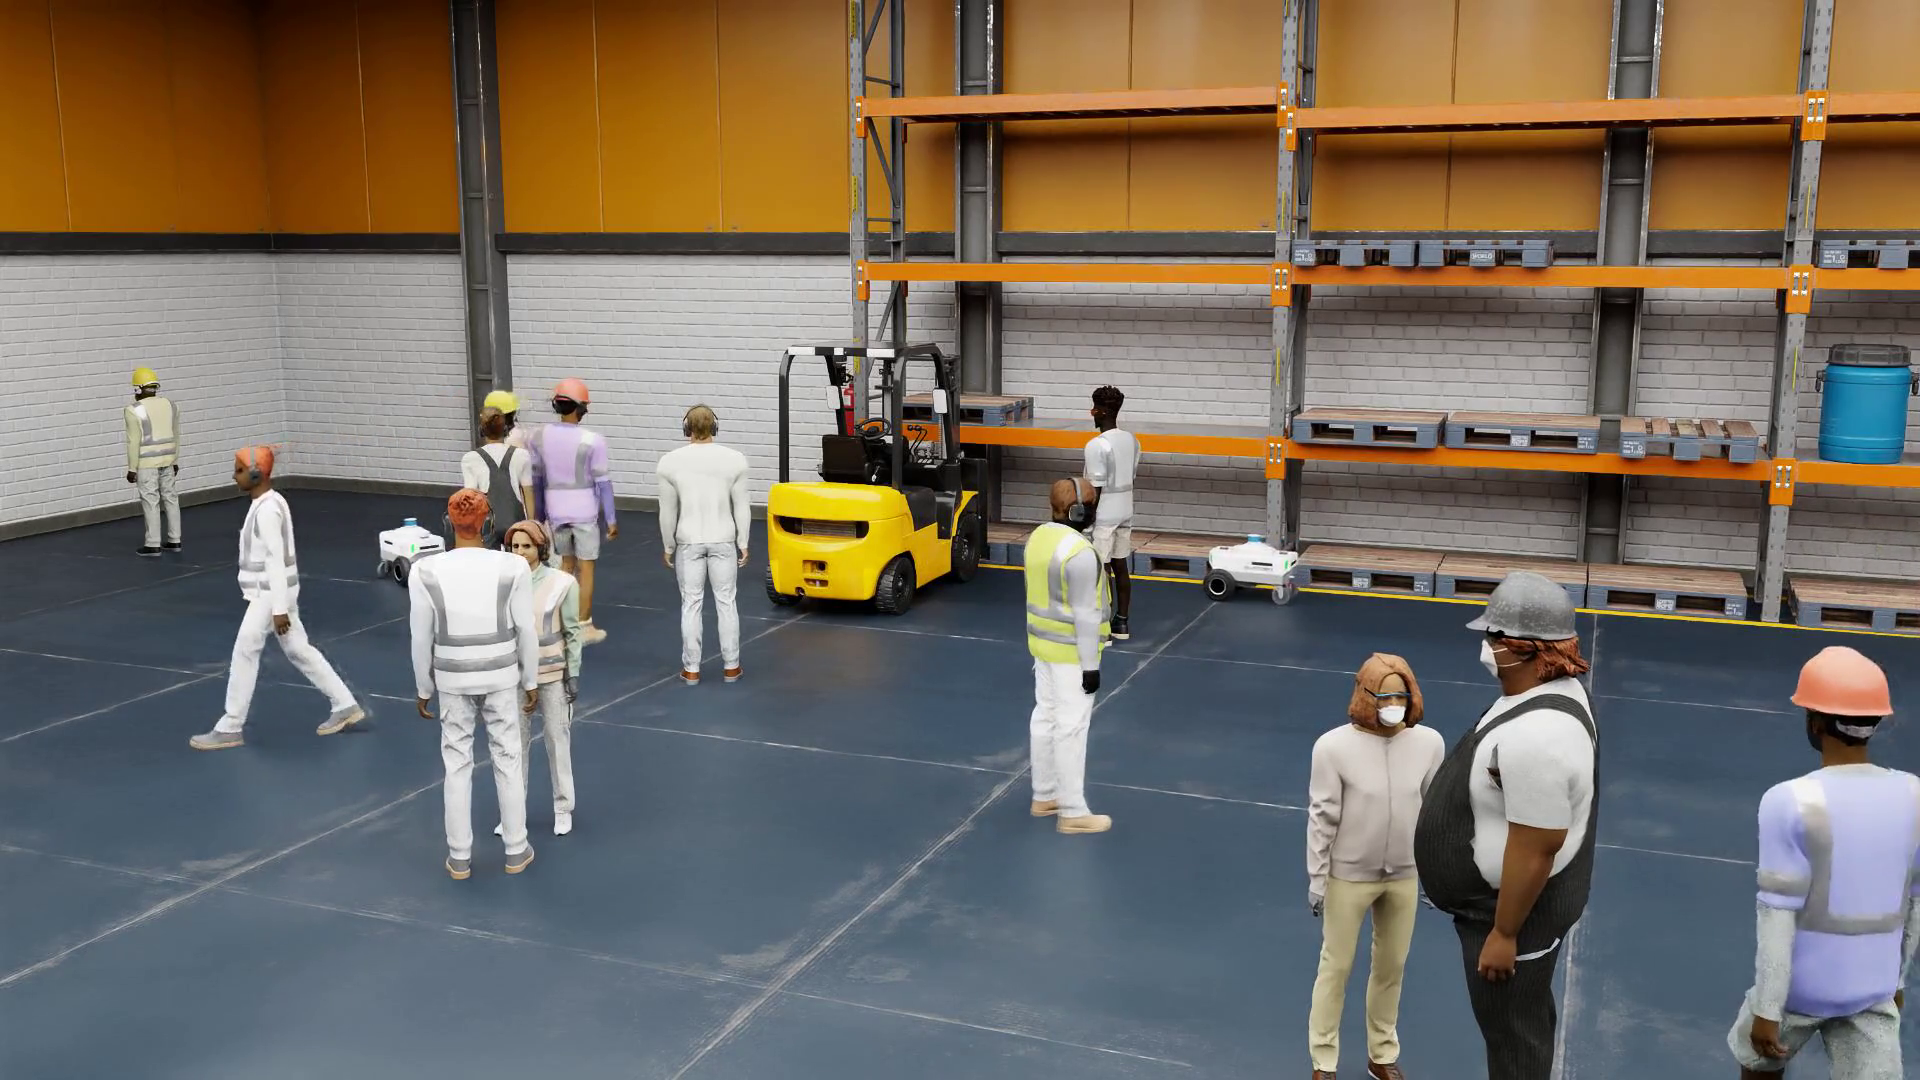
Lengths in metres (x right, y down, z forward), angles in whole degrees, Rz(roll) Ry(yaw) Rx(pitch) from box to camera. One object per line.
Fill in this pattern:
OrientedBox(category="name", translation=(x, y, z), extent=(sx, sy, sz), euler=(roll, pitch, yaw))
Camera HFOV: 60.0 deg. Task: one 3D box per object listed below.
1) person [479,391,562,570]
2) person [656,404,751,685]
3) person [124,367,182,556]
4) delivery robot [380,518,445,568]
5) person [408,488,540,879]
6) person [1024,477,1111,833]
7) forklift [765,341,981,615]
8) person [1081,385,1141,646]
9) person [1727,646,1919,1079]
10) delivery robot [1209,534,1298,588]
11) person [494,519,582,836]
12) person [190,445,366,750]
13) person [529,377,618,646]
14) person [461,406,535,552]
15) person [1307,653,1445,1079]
OrientedBox(category="person", translation=(-3.532, -0.264, 13.325), extent=(0.999, 1.860, 0.675), euler=(-1, 10, -6))
OrientedBox(category="person", translation=(-1.750, 0.032, 11.425), extent=(0.631, 1.940, 0.372), euler=(-2, 10, -12))
OrientedBox(category="person", translation=(-7.835, -0.760, 16.131), extent=(0.404, 1.833, 0.587), euler=(4, 11, 22))
OrientedBox(category="delivery robot", translation=(-4.919, 0.048, 14.934), extent=(0.477, 0.478, 0.707), euler=(-9, 14, -42))
OrientedBox(category="person", translation=(-2.307, 0.686, 7.948), extent=(0.588, 1.882, 0.353), euler=(-3, 10, -14))
OrientedBox(category="person", translation=(0.566, 0.586, 8.617), extent=(0.429, 1.840, 0.632), euler=(-4, 11, -22))
OrientedBox(category="forklift", translation=(-0.739, -0.602, 14.246), extent=(1.214, 2.155, 2.313), euler=(4, 11, 21))
OrientedBox(category="person", translation=(1.109, -0.184, 12.553), extent=(0.367, 1.966, 0.605), euler=(8, 13, 36))
OrientedBox(category="person", translation=(2.529, 1.255, 4.751), extent=(0.558, 1.899, 0.971), euler=(-1, 10, -8))
OrientedBox(category="delivery robot", translation=(2.492, 0.194, 14.116), extent=(0.707, 0.478, 0.477), euler=(5, 11, 26))
OrientedBox(category="person", translation=(-2.187, 0.703, 8.522), extent=(0.511, 1.640, 0.308), euler=(0, 10, 2))
OrientedBox(category="person", translation=(-4.144, 0.329, 10.068), extent=(0.991, 1.841, 0.593), euler=(-3, 11, -18))
OrientedBox(category="person", translation=(-2.881, -0.204, 12.470), extent=(0.651, 2.025, 0.416), euler=(3, 11, 15))
OrientedBox(category="person", translation=(-3.375, -0.060, 12.199), extent=(0.505, 1.847, 0.344), euler=(-5, 11, -24))
OrientedBox(category="person", translation=(1.454, 1.188, 5.836), extent=(0.507, 1.632, 0.267), euler=(-2, 10, -12))
